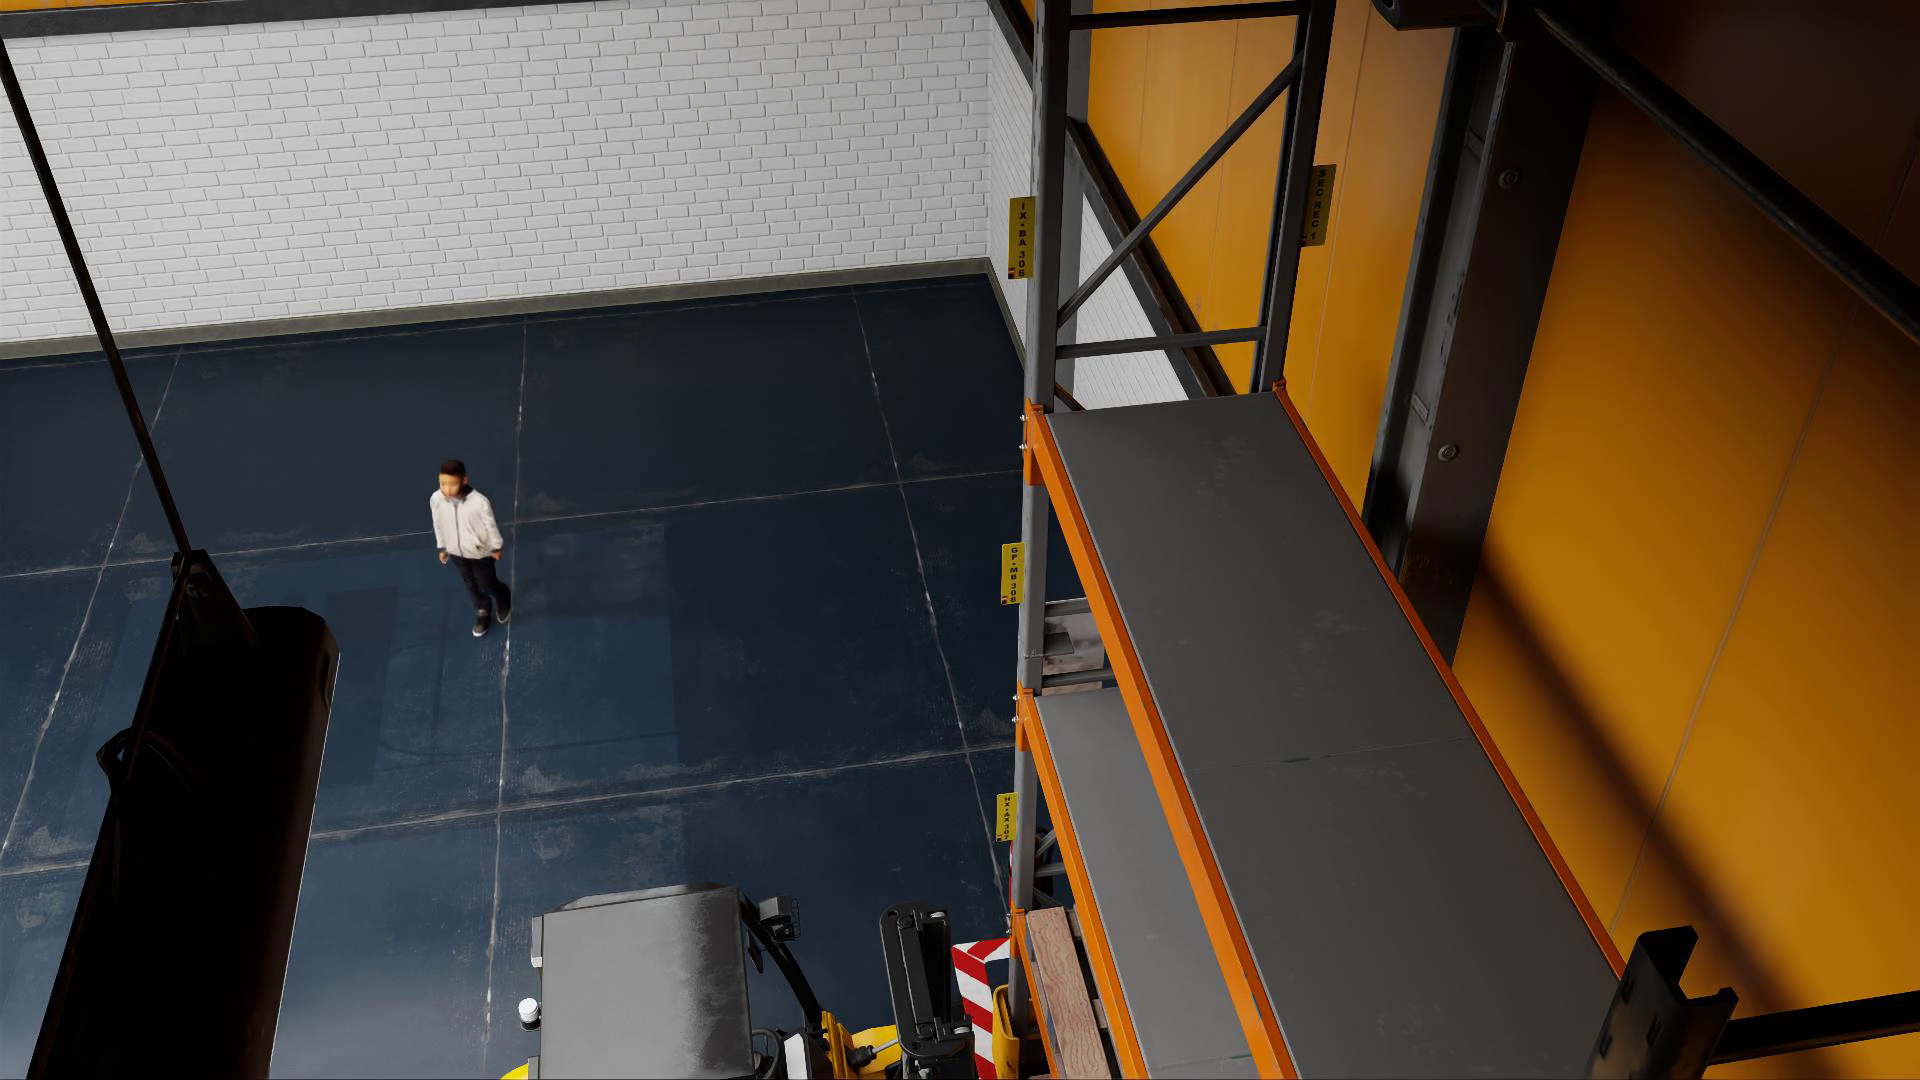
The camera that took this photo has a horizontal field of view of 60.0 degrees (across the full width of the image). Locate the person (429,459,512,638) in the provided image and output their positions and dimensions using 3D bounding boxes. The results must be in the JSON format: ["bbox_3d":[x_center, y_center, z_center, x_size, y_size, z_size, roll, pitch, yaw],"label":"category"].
[{"bbox_3d":[-3.349,0.002,11.478,0.680,1.445,0.705,7,39,8],"label":"person"}]
